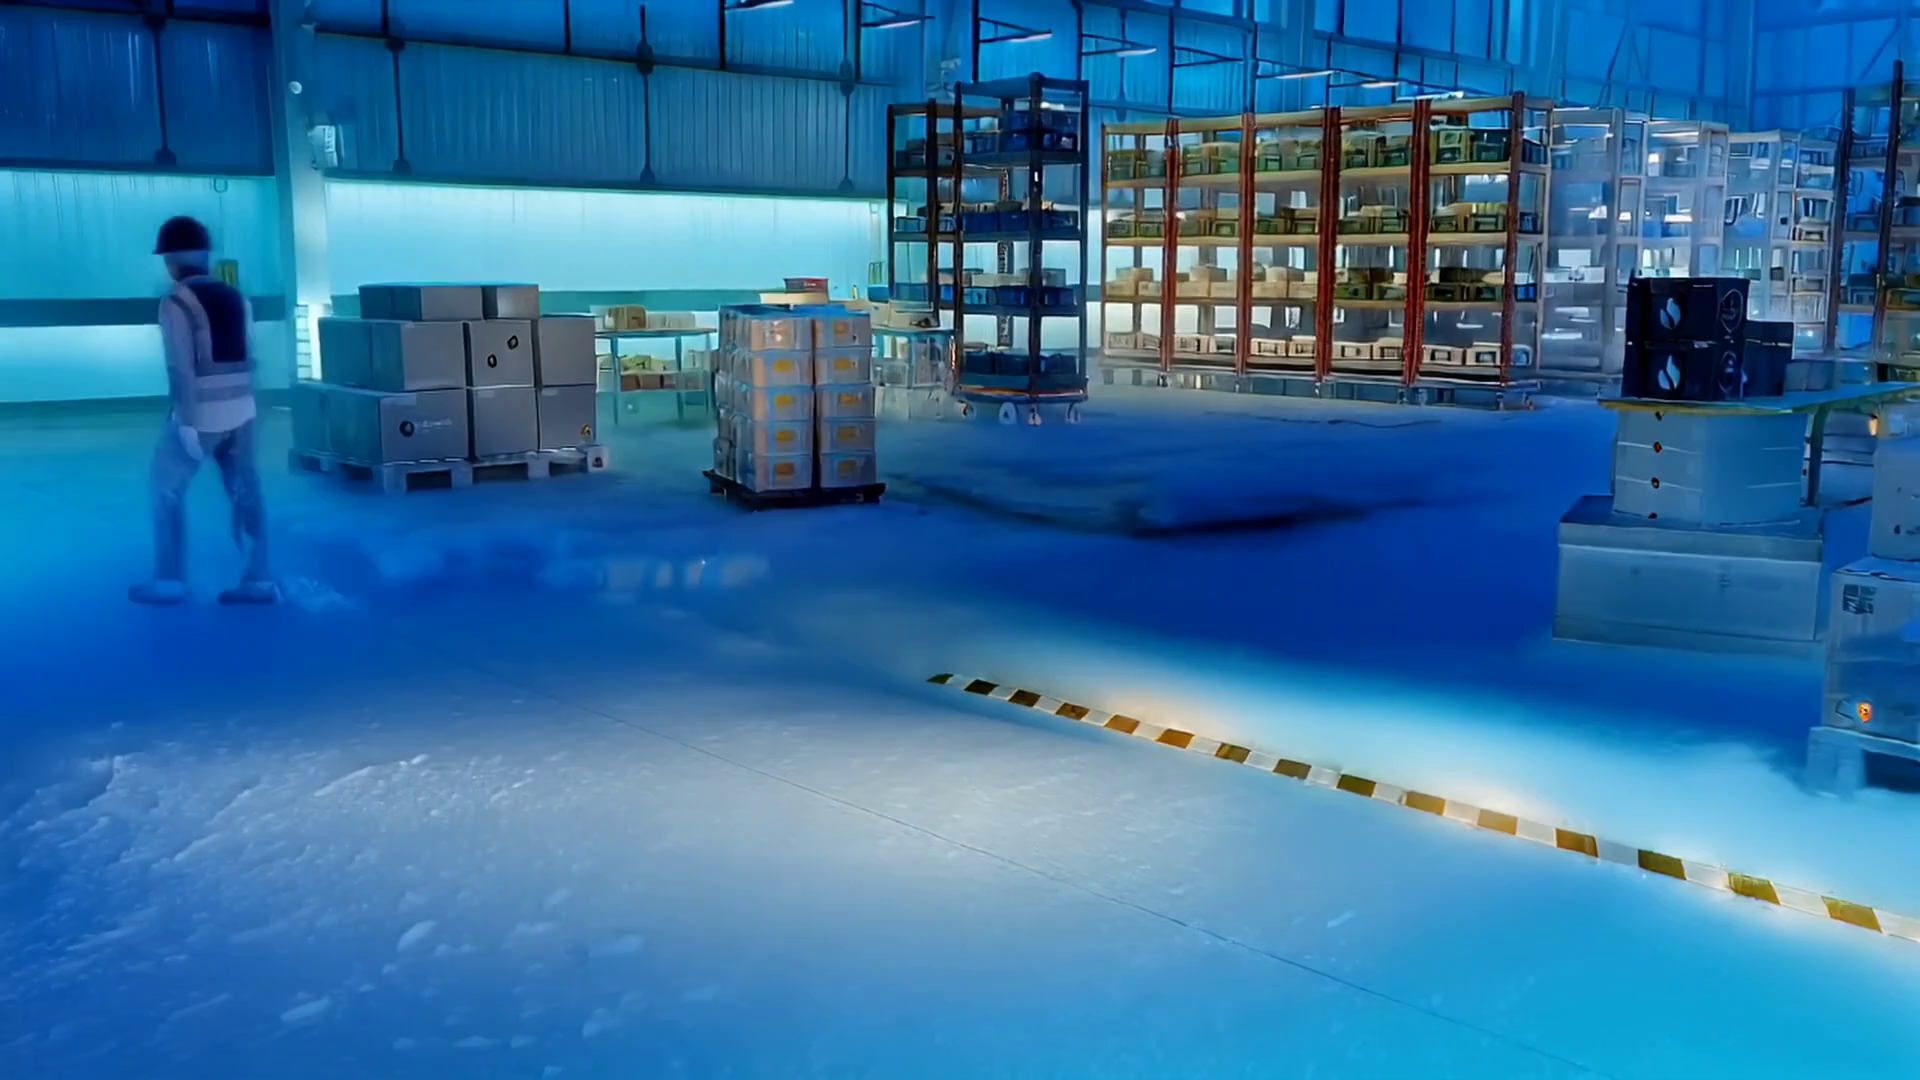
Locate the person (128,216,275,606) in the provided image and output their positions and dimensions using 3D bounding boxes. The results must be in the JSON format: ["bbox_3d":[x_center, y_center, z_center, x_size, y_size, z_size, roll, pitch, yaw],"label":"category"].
[{"bbox_3d":[-3.804,-0.620,8.234,0.822,1.917,0.615,3,10,17],"label":"person"}]
